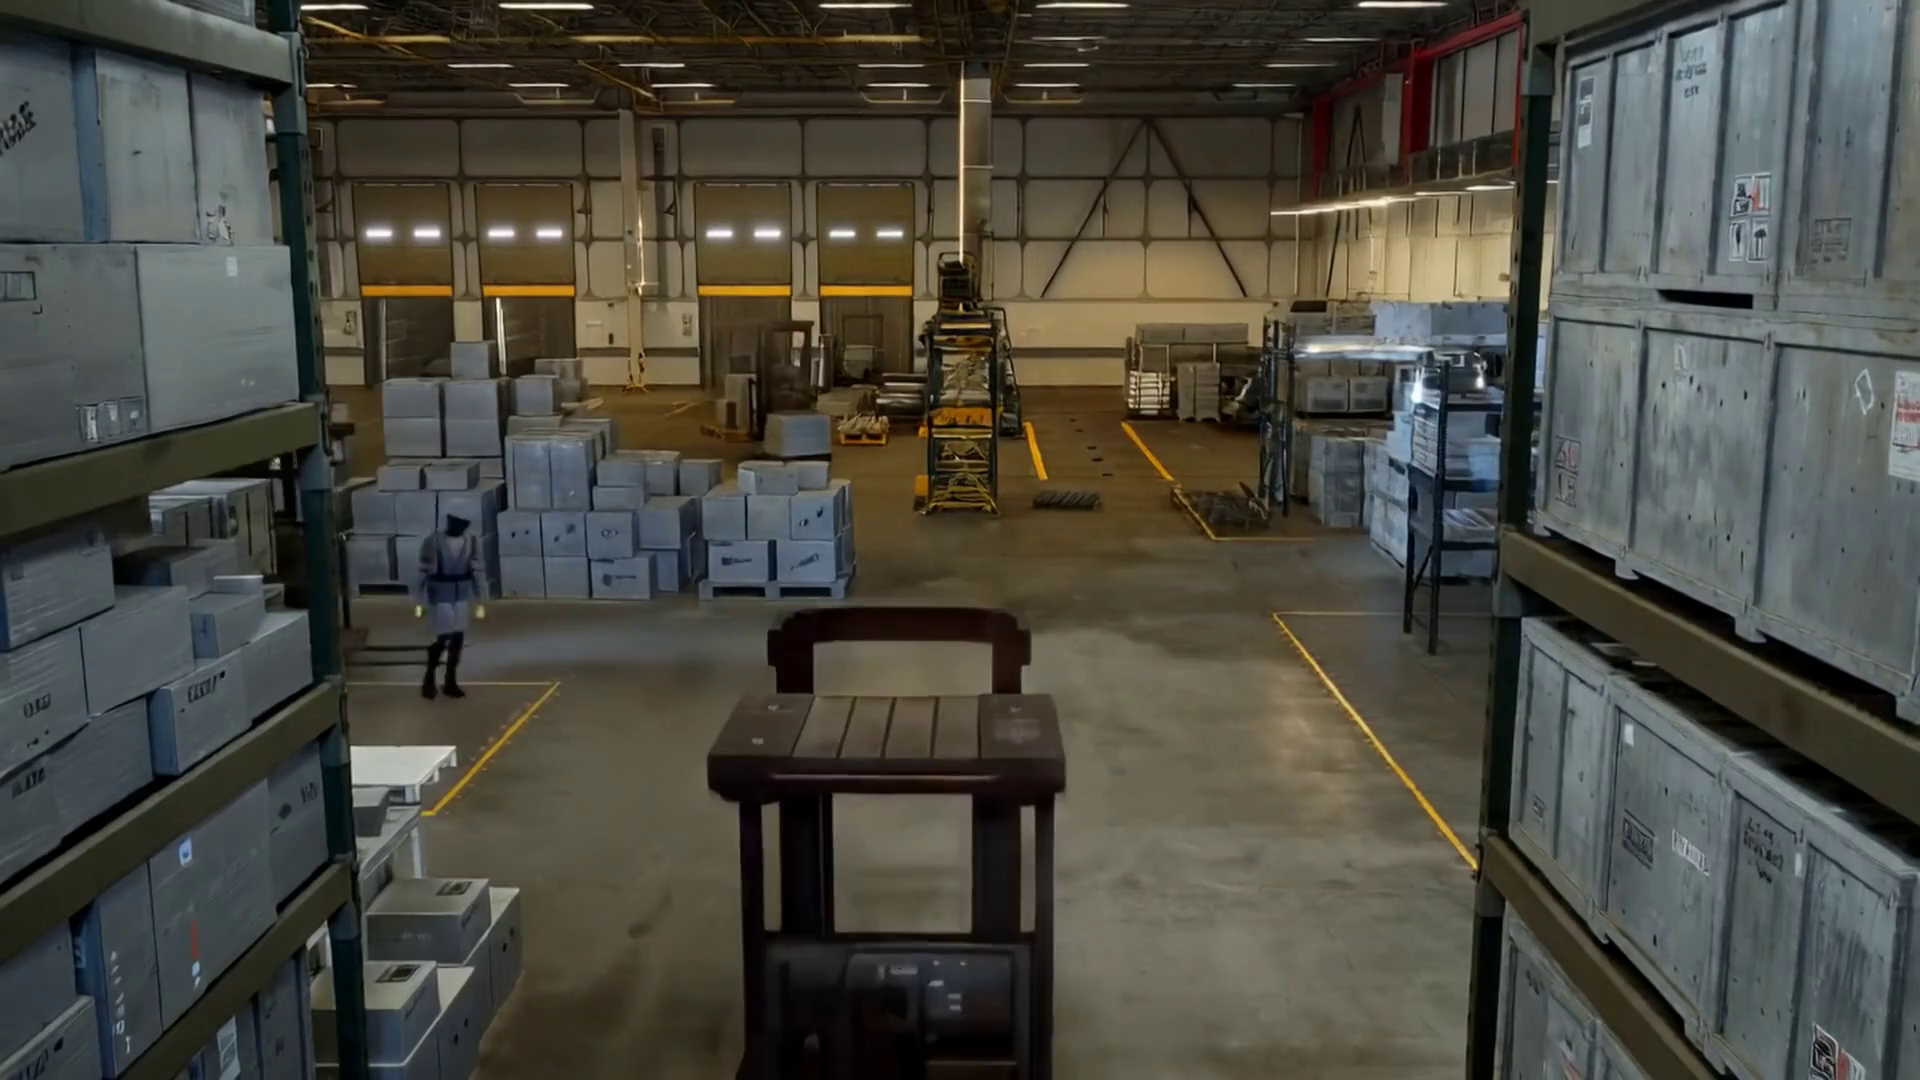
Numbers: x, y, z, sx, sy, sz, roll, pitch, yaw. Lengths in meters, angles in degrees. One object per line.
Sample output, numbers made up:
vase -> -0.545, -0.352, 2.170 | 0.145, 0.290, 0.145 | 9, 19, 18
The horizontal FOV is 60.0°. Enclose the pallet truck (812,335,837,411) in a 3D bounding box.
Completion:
pallet truck -> -3.021, -4.312, 43.126 | 1.885, 1.965, 0.823 | 3, 10, 17

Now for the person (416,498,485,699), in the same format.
person -> -4.697, 0.544, 15.408 | 0.563, 1.890, 0.543 | -8, 13, -39

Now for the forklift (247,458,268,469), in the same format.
forklift -> -7.174, -0.138, 16.499 | 1.873, 2.768, 1.129 | 0, 10, 1

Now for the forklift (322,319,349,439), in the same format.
forklift -> -13.003, -2.989, 32.947 | 1.129, 2.768, 1.873 | 0, 10, 1

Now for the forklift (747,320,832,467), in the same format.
forklift -> -3.285, -2.819, 31.965 | 1.129, 2.768, 1.873 | -5, 11, -25

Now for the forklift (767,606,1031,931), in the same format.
forklift -> -0.212, 1.645, 6.214 | 1.129, 2.768, 1.873 | 0, 10, 1

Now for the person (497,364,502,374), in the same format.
person -> -9.257, -2.569, 33.237 | 0.631, 1.940, 0.372 | 8, 13, 39
